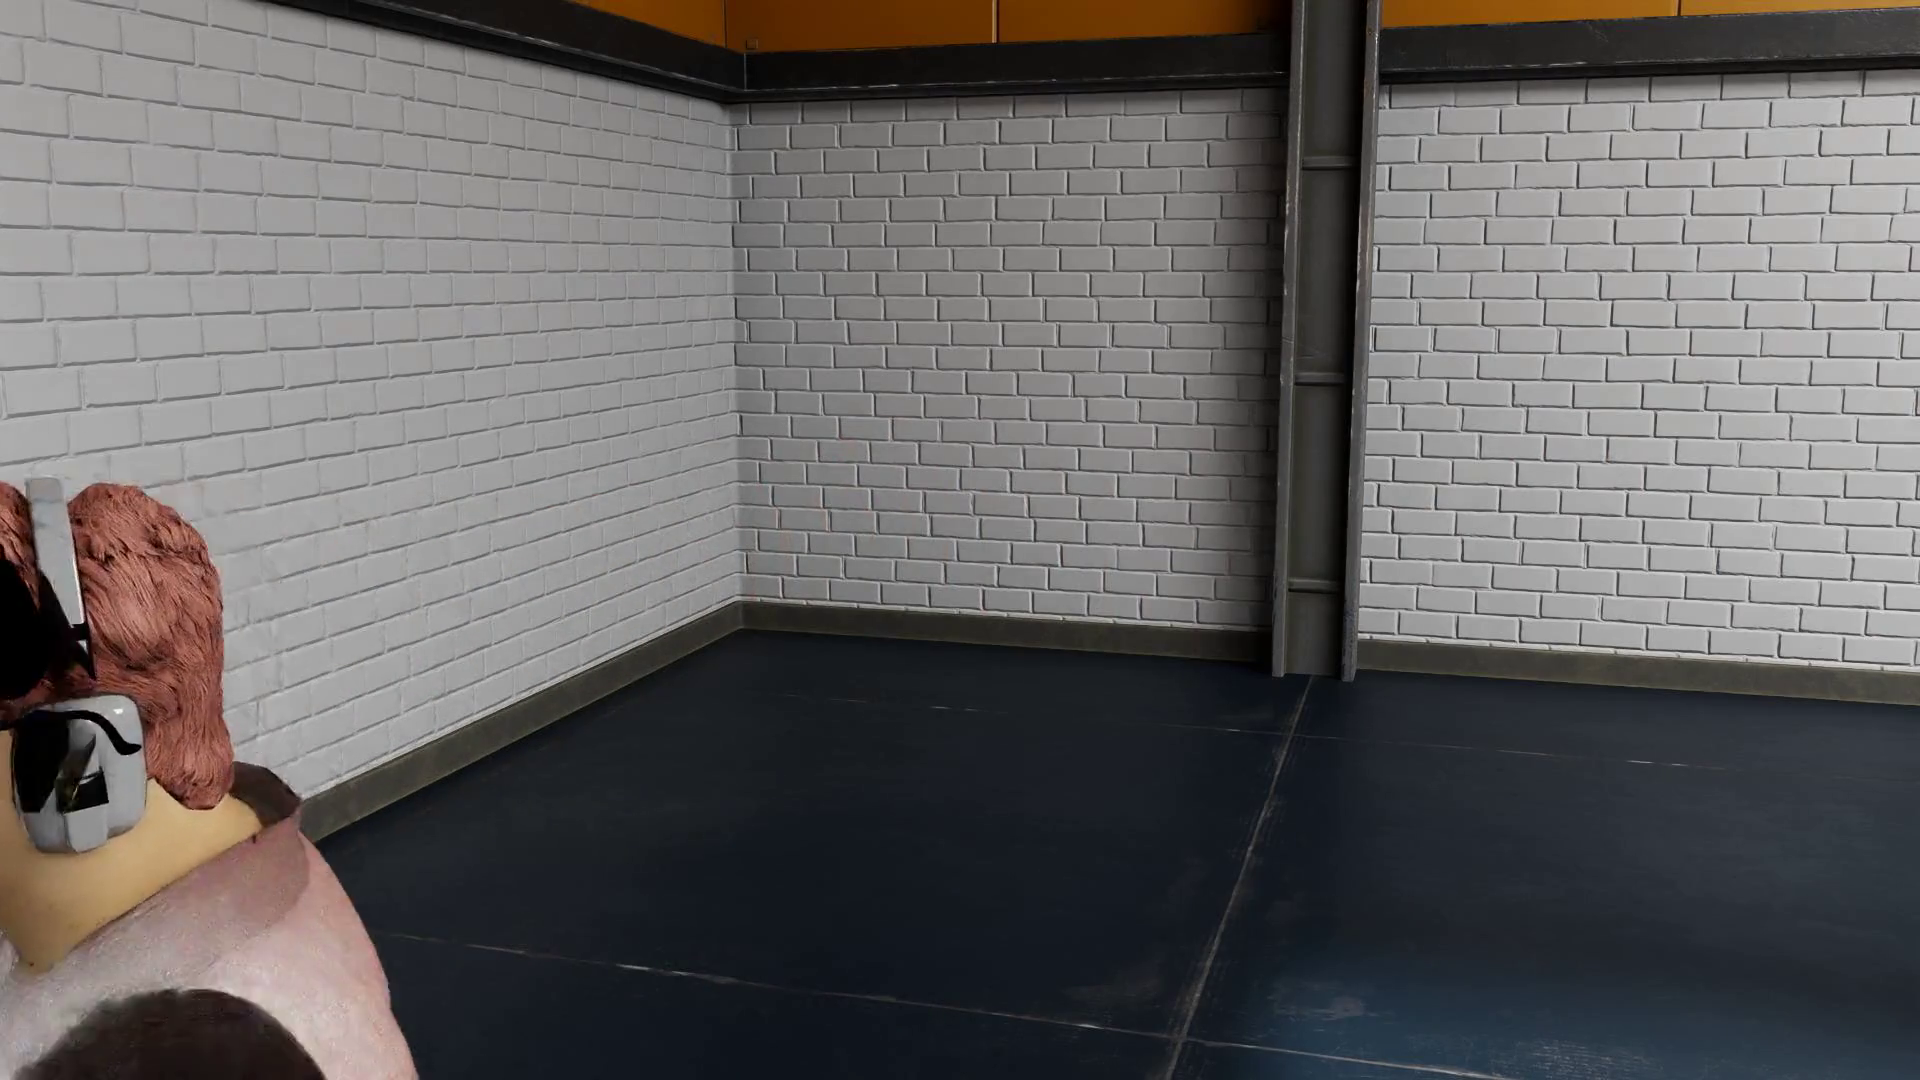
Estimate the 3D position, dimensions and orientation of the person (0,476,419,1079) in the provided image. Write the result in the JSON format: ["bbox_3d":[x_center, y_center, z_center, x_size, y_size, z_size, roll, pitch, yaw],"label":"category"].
[{"bbox_3d":[-0.528,0.878,1.277,0.644,1.889,0.650,-4,10,-25],"label":"person"}]
